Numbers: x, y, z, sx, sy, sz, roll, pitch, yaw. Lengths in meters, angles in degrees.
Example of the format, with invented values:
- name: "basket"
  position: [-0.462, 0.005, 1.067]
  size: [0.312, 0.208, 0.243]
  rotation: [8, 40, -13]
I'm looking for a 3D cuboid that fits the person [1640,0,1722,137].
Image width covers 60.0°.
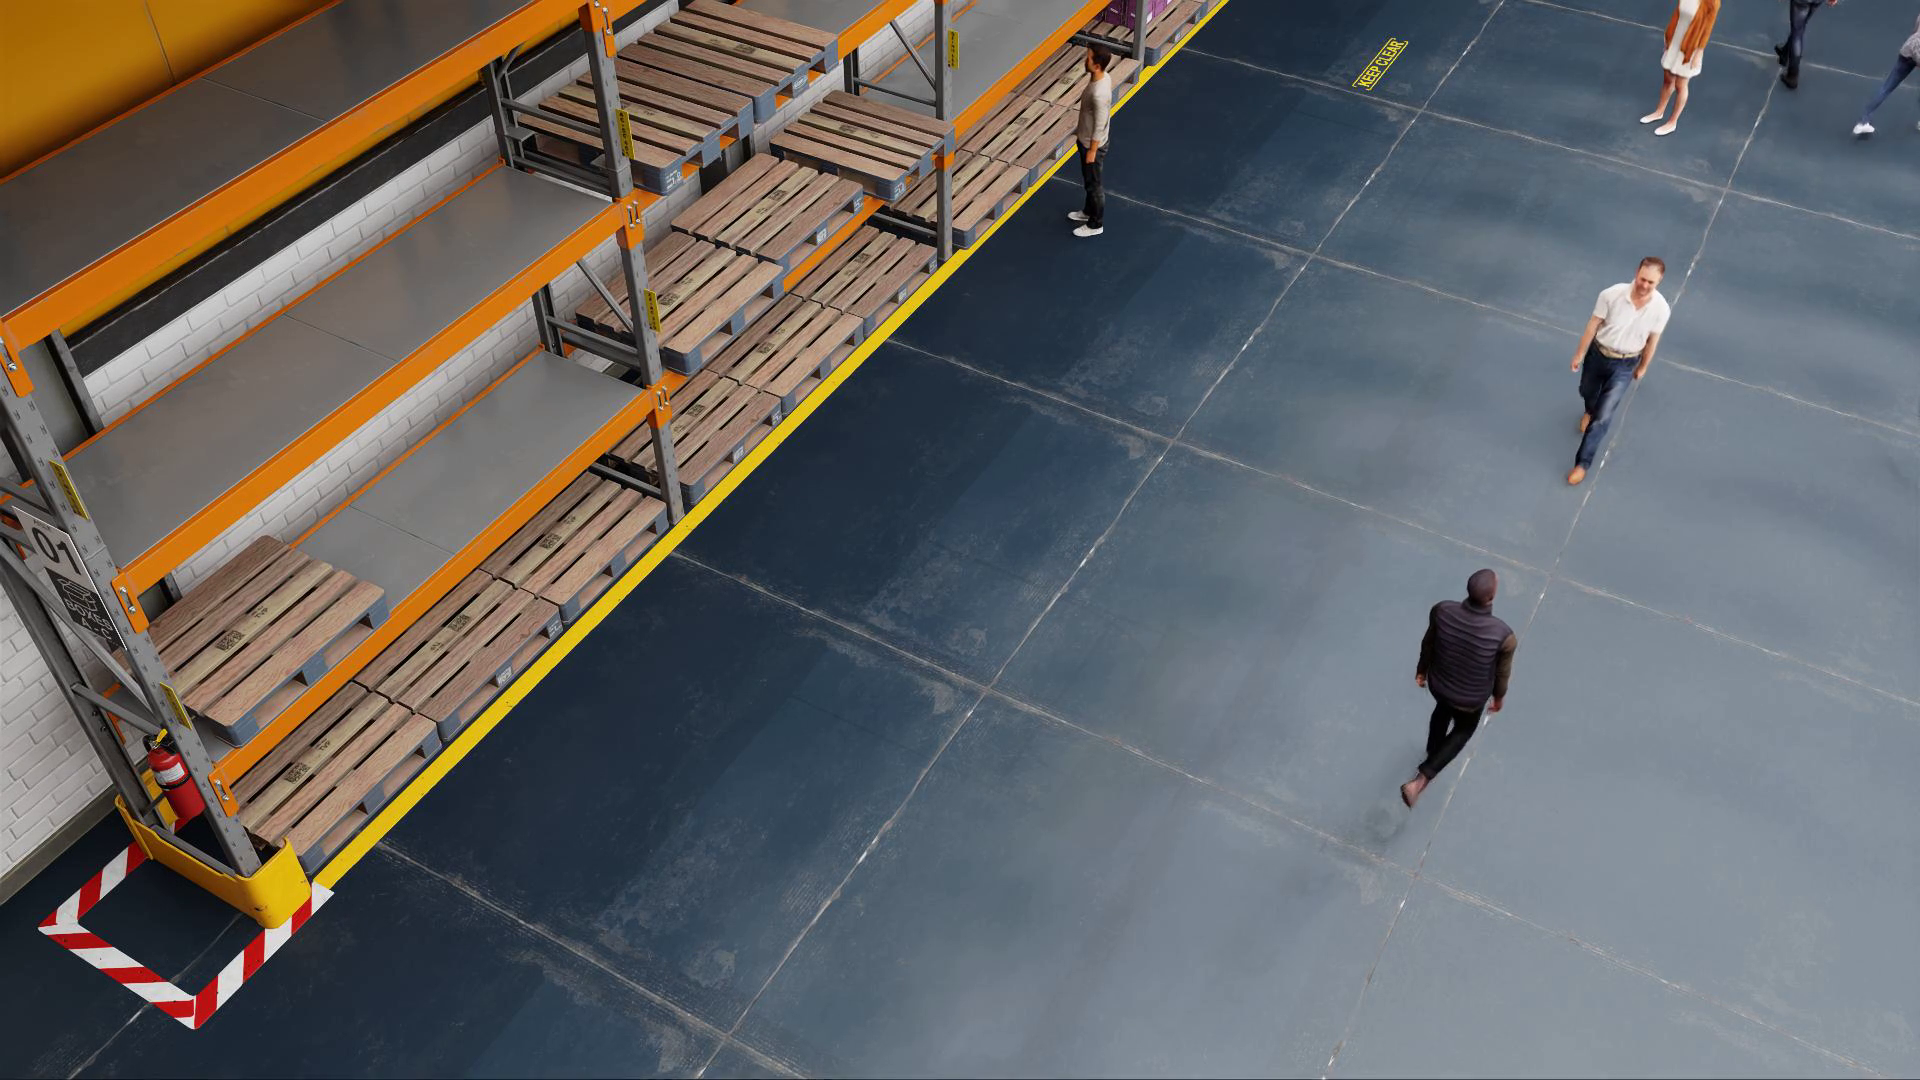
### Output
- name: "person"
  position: [7.028, -4.789, 16.087]
  size: [0.749, 1.722, 0.710]
  rotation: [-17, 46, -17]

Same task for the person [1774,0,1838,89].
- name: "person"
  position: [8.552, -5.439, 16.667]
  size: [1.018, 1.863, 1.161]
  rotation: [0, 44, 0]

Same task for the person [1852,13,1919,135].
- name: "person"
  position: [9.131, -4.616, 15.938]
  size: [1.253, 1.677, 1.122]
  rotation: [-15, 46, -15]

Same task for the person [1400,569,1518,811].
- name: "person"
  position: [2.961, 0.926, 10.021]
  size: [0.838, 1.813, 1.071]
  rotation: [32, 52, 29]

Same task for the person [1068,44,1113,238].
- name: "person"
  position: [1.193, -3.543, 14.714]
  size: [0.795, 1.812, 0.674]
  rotation: [-1, 44, -1]

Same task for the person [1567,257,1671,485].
- name: "person"
  position: [4.897, -1.390, 12.447]
  size: [0.772, 1.822, 1.220]
  rotation: [27, 50, 25]
